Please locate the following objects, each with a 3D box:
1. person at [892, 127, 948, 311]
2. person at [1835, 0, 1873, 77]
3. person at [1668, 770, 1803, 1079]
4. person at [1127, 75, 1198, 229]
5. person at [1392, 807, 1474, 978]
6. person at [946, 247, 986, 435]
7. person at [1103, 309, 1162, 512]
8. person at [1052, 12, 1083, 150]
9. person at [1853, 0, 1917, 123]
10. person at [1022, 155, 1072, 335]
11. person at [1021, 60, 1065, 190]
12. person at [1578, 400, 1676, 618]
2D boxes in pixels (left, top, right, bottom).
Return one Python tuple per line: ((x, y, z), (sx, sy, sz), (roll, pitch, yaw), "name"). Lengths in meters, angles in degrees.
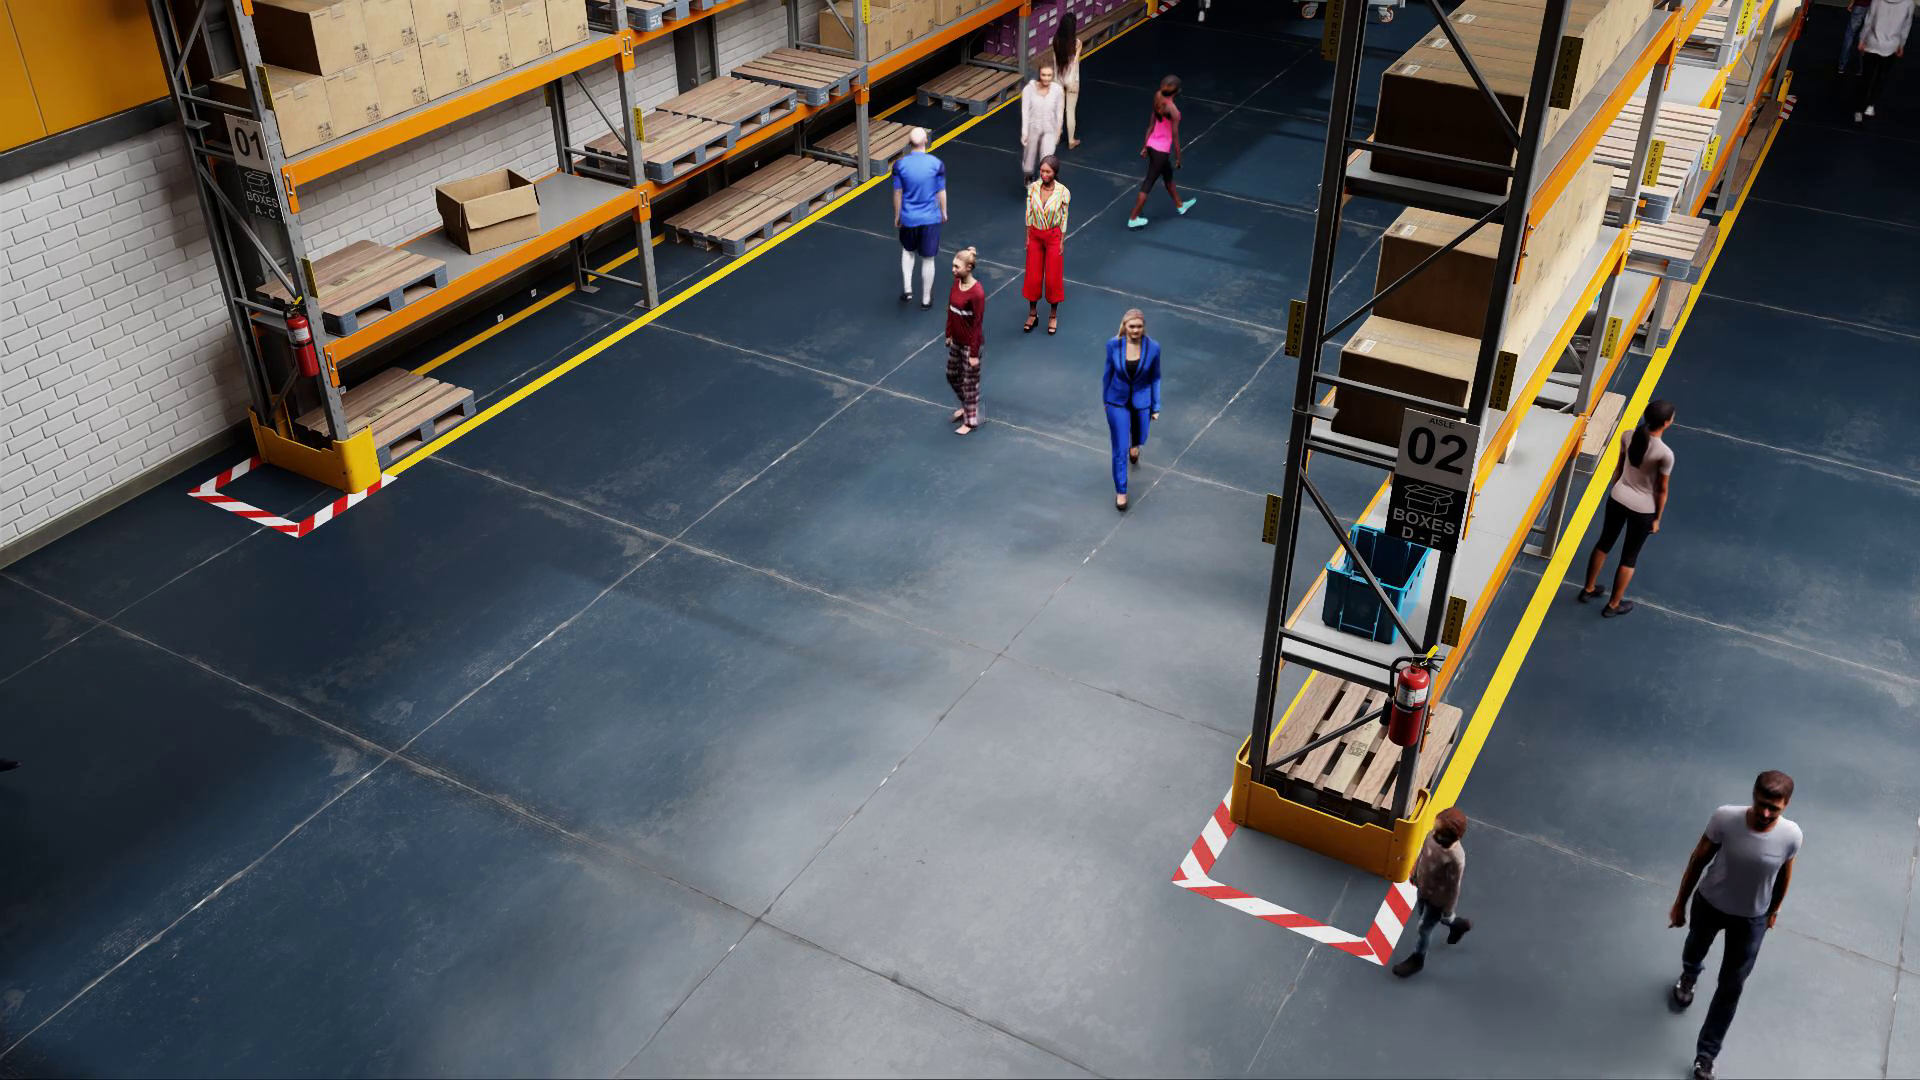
((-0.399, -3.138, 16.431), (0.777, 1.829, 0.774), (4, 34, 7), "person")
((12.399, -7.298, 22.667), (0.652, 1.855, 0.542), (17, 37, 23), "person")
((4.103, 1.897, 8.863), (0.714, 1.822, 1.167), (15, 36, 21), "person")
((2.097, -4.204, 18.179), (1.155, 1.669, 1.014), (-14, 36, -20), "person")
((2.716, 1.951, 9.359), (0.817, 1.183, 0.745), (-10, 35, -15), "person")
((0.068, -1.747, 14.453), (0.778, 1.702, 0.786), (-25, 41, -32), "person")
((1.386, -1.139, 13.566), (0.945, 1.672, 1.172), (2, 34, 3), "person")
((1.295, -5.614, 20.316), (0.606, 1.653, 0.734), (14, 36, 21), "person")
((11.634, -6.222, 20.988), (0.720, 1.920, 0.647), (15, 36, 21), "person")
((0.825, -2.842, 16.018), (0.651, 1.793, 0.619), (8, 34, 12), "person")
((0.898, -4.620, 18.800), (0.913, 1.675, 1.026), (-2, 34, -3), "person")
((4.898, -0.242, 12.151), (0.671, 1.744, 0.672), (-20, 39, -27), "person")
